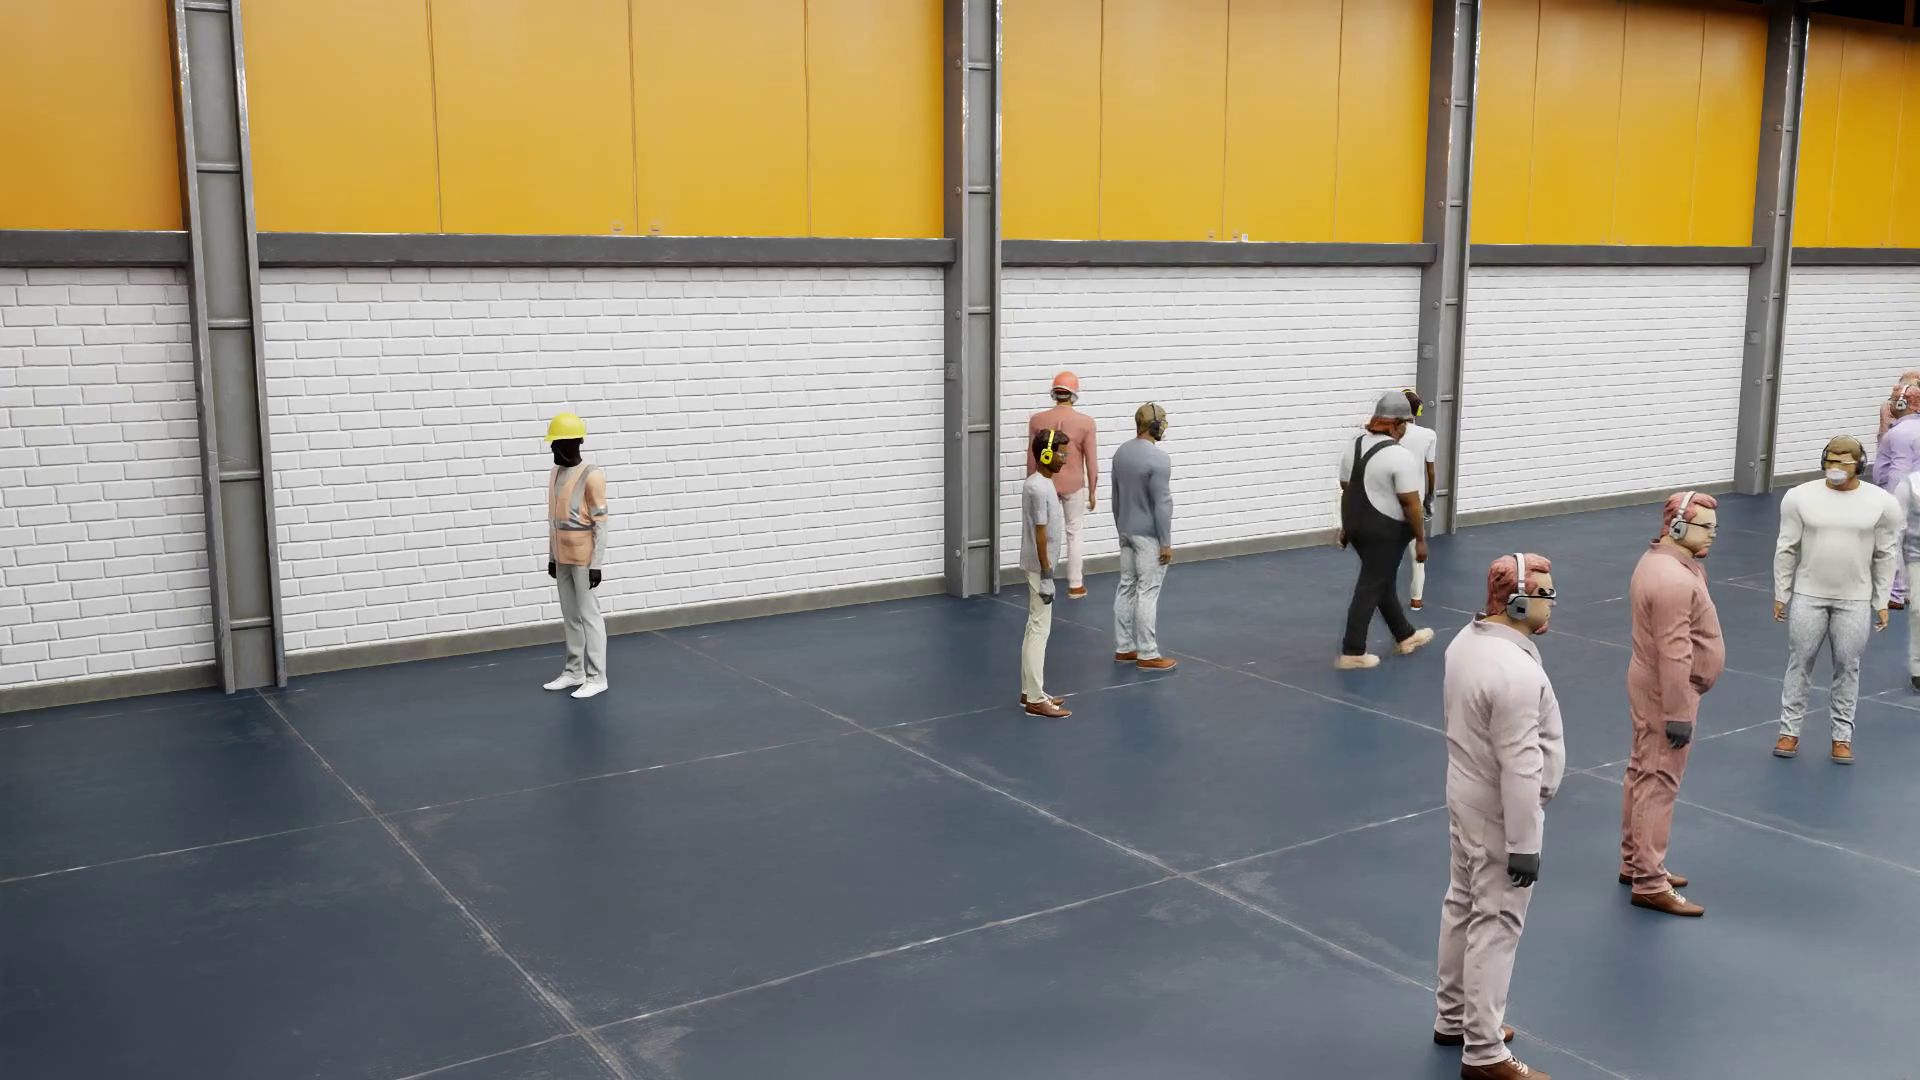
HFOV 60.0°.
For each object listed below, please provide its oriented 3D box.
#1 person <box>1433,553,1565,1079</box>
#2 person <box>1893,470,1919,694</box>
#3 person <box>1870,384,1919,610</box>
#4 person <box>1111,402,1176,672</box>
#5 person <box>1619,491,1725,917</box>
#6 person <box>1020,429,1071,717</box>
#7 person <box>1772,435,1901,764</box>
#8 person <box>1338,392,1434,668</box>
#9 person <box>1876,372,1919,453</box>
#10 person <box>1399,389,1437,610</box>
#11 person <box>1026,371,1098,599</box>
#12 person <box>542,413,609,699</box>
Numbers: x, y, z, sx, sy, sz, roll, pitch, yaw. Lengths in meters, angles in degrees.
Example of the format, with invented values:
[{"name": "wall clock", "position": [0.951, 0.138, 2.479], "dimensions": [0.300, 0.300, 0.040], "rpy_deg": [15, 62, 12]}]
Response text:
[{"name": "person", "position": [1.954, 0.985, 5.976], "dimensions": [0.402, 1.906, 0.652], "rpy_deg": [0, 9, -1]}, {"name": "person", "position": [6.701, 0.152, 11.307], "dimensions": [0.598, 1.806, 0.739], "rpy_deg": [1, 9, 3]}, {"name": "person", "position": [7.951, -0.365, 14.109], "dimensions": [0.643, 1.910, 0.400], "rpy_deg": [-9, 13, -44]}, {"name": "person", "position": [1.321, -0.025, 11.966], "dimensions": [0.355, 1.936, 0.635], "rpy_deg": [-5, 11, -27]}, {"name": "person", "position": [3.243, 0.724, 7.566], "dimensions": [0.403, 1.904, 0.637], "rpy_deg": [3, 10, 16]}, {"name": "person", "position": [0.551, 0.208, 10.787], "dimensions": [0.327, 1.865, 0.521], "rpy_deg": [0, 9, -2]}, {"name": "person", "position": [5.110, 0.343, 9.750], "dimensions": [0.633, 1.936, 0.353], "rpy_deg": [5, 11, 27]}, {"name": "person", "position": [3.167, -0.093, 12.068], "dimensions": [0.975, 2.000, 0.707], "rpy_deg": [-3, 10, -19]}, {"name": "person", "position": [9.282, -0.724, 16.414], "dimensions": [0.978, 1.854, 0.662], "rpy_deg": [-7, 11, -35]}, {"name": "person", "position": [3.746, -0.336, 14.033], "dimensions": [0.513, 1.877, 0.328], "rpy_deg": [1, 9, 4]}, {"name": "person", "position": [0.893, -0.477, 14.524], "dimensions": [0.627, 1.993, 0.400], "rpy_deg": [2, 10, 14]}, {"name": "person", "position": [-2.608, 0.101, 11.235], "dimensions": [0.594, 1.926, 0.367], "rpy_deg": [9, 13, 44]}]
